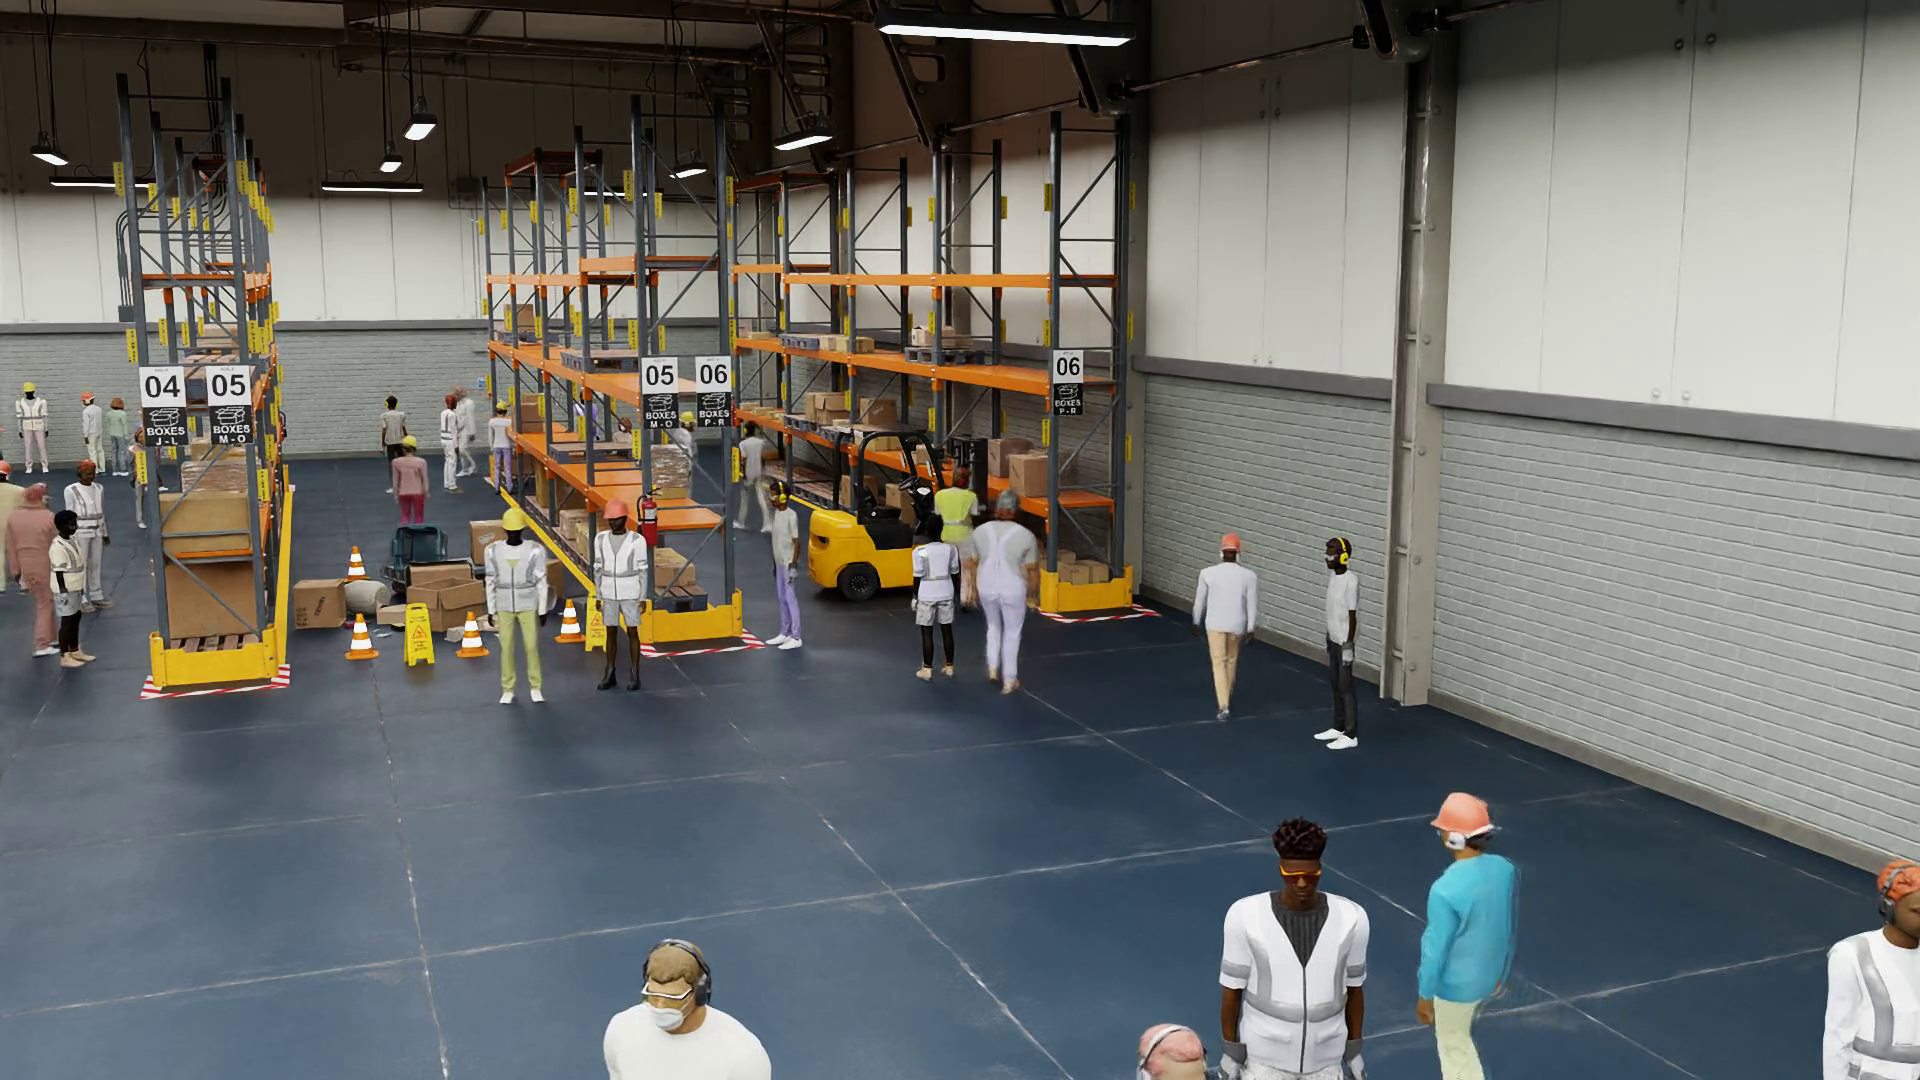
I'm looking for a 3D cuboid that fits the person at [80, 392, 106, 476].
[{"bbox_3d":[-17.944,-2.190,34.371,0.349,1.743,0.563,1,9,5],"label":"person"}]

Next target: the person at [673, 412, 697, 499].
[{"bbox_3d":[-4.677,-1.280,28.404,0.410,1.819,0.611,-5,10,-30],"label":"person"}]

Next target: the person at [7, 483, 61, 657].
[{"bbox_3d":[-9.971,0.303,18.256,0.665,1.874,0.836,2,9,13],"label":"person"}]

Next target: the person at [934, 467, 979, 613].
[{"bbox_3d":[-0.051,-0.004,20.401,0.579,1.810,0.611,3,10,19],"label":"person"}]

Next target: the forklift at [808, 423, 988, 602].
[{"bbox_3d":[-0.830,-0.399,21.676,2.313,2.155,1.214,-4,10,-21],"label":"forklift"}]

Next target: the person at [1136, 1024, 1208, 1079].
[{"bbox_3d":[0.623,2.383,5.139,0.661,1.895,0.404,-5,10,-28],"label":"person"}]

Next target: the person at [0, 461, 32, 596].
[{"bbox_3d":[-12.332,-0.152,21.504,0.575,1.749,0.336,-4,10,-23],"label":"person"}]

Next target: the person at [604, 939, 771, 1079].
[{"bbox_3d":[-0.936,2.271,5.706,0.631,1.932,0.363,4,10,23],"label":"person"}]

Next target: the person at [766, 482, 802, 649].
[{"bbox_3d":[-1.947,0.279,18.445,0.315,1.865,0.526,-5,10,-30],"label":"person"}]

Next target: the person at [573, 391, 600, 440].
[{"bbox_3d":[-7.524,-2.099,33.486,0.430,1.844,0.624,8,12,43],"label":"person"}]

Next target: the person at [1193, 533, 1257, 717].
[{"bbox_3d":[2.511,0.788,15.712,0.563,1.714,0.874,0,9,-2],"label":"person"}]

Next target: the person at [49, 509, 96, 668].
[{"bbox_3d":[-9.403,0.512,17.541,0.324,1.685,0.540,-2,9,-11],"label":"person"}]

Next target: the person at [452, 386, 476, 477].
[{"bbox_3d":[-10.188,-2.208,34.053,0.763,1.875,0.462,8,12,40],"label":"person"}]

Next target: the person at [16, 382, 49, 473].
[{"bbox_3d":[-19.398,-2.346,34.815,0.585,1.918,0.400,-4,10,-22],"label":"person"}]

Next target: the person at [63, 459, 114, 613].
[{"bbox_3d":[-10.744,-0.060,20.506,0.355,1.887,0.572,3,9,15],"label":"person"}]

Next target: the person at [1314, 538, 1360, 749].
[{"bbox_3d":[3.330,0.896,14.591,0.328,1.861,0.510,-2,9,-10],"label":"person"}]

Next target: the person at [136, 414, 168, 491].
[{"bbox_3d":[-15.508,-1.742,31.885,0.498,1.634,0.278,1,9,6],"label":"person"}]

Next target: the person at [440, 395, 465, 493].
[{"bbox_3d":[-9.699,-1.828,31.674,0.344,1.879,0.581,-6,11,-34],"label":"person"}]

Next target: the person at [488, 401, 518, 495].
[{"bbox_3d":[-8.632,-1.735,31.432,0.533,1.768,0.310,2,9,10],"label":"person"}]

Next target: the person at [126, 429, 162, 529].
[{"bbox_3d":[-13.365,-1.005,27.259,0.310,1.633,0.519,8,12,41],"label":"person"}]

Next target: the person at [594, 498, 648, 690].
[{"bbox_3d":[-3.383,0.540,16.570,0.545,1.939,0.373,1,9,8],"label":"person"}]

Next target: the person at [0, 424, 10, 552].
[{"bbox_3d":[-14.392,-0.811,24.800,0.411,2.034,0.601,-1,9,-9],"label":"person"}]

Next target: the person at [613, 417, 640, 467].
[{"bbox_3d":[-5.940,-1.380,29.612,0.507,1.632,0.268,1,9,8],"label":"person"}]

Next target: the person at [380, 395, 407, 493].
[{"bbox_3d":[-10.761,-1.815,31.604,0.517,1.873,0.334,-8,12,-40],"label":"person"}]

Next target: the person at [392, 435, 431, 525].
[{"bbox_3d":[-8.213,-0.688,24.898,0.531,1.755,0.398,0,9,2],"label":"person"}]

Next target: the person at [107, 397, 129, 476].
[{"bbox_3d":[-17.372,-2.128,34.350,0.494,1.626,0.278,3,10,20],"label":"person"}]

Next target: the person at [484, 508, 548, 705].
[{"bbox_3d":[-4.271,0.638,16.035,0.588,1.916,0.406,-1,9,-5],"label":"person"}]

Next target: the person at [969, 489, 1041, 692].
[{"bbox_3d":[0.487,0.480,16.627,0.706,2.000,0.624,4,10,22],"label":"person"}]

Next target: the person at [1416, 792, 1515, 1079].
[{"bbox_3d":[2.328,2.030,7.791,0.586,1.739,0.372,-8,12,-41],"label":"person"}]

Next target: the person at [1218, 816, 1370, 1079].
[{"bbox_3d":[1.365,2.076,6.811,0.613,1.963,0.361,0,9,-1],"label":"person"}]

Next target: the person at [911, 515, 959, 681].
[{"bbox_3d":[-0.259,0.587,17.023,0.541,1.698,0.316,-5,10,-27],"label":"person"}]

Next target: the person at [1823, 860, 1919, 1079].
[{"bbox_3d":[3.617,2.167,6.504,0.572,1.883,0.354,-3,10,-18],"label":"person"}]

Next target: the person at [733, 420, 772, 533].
[{"bbox_3d":[-3.333,-1.028,26.853,0.530,1.816,1.020,-7,11,-37],"label":"person"}]
